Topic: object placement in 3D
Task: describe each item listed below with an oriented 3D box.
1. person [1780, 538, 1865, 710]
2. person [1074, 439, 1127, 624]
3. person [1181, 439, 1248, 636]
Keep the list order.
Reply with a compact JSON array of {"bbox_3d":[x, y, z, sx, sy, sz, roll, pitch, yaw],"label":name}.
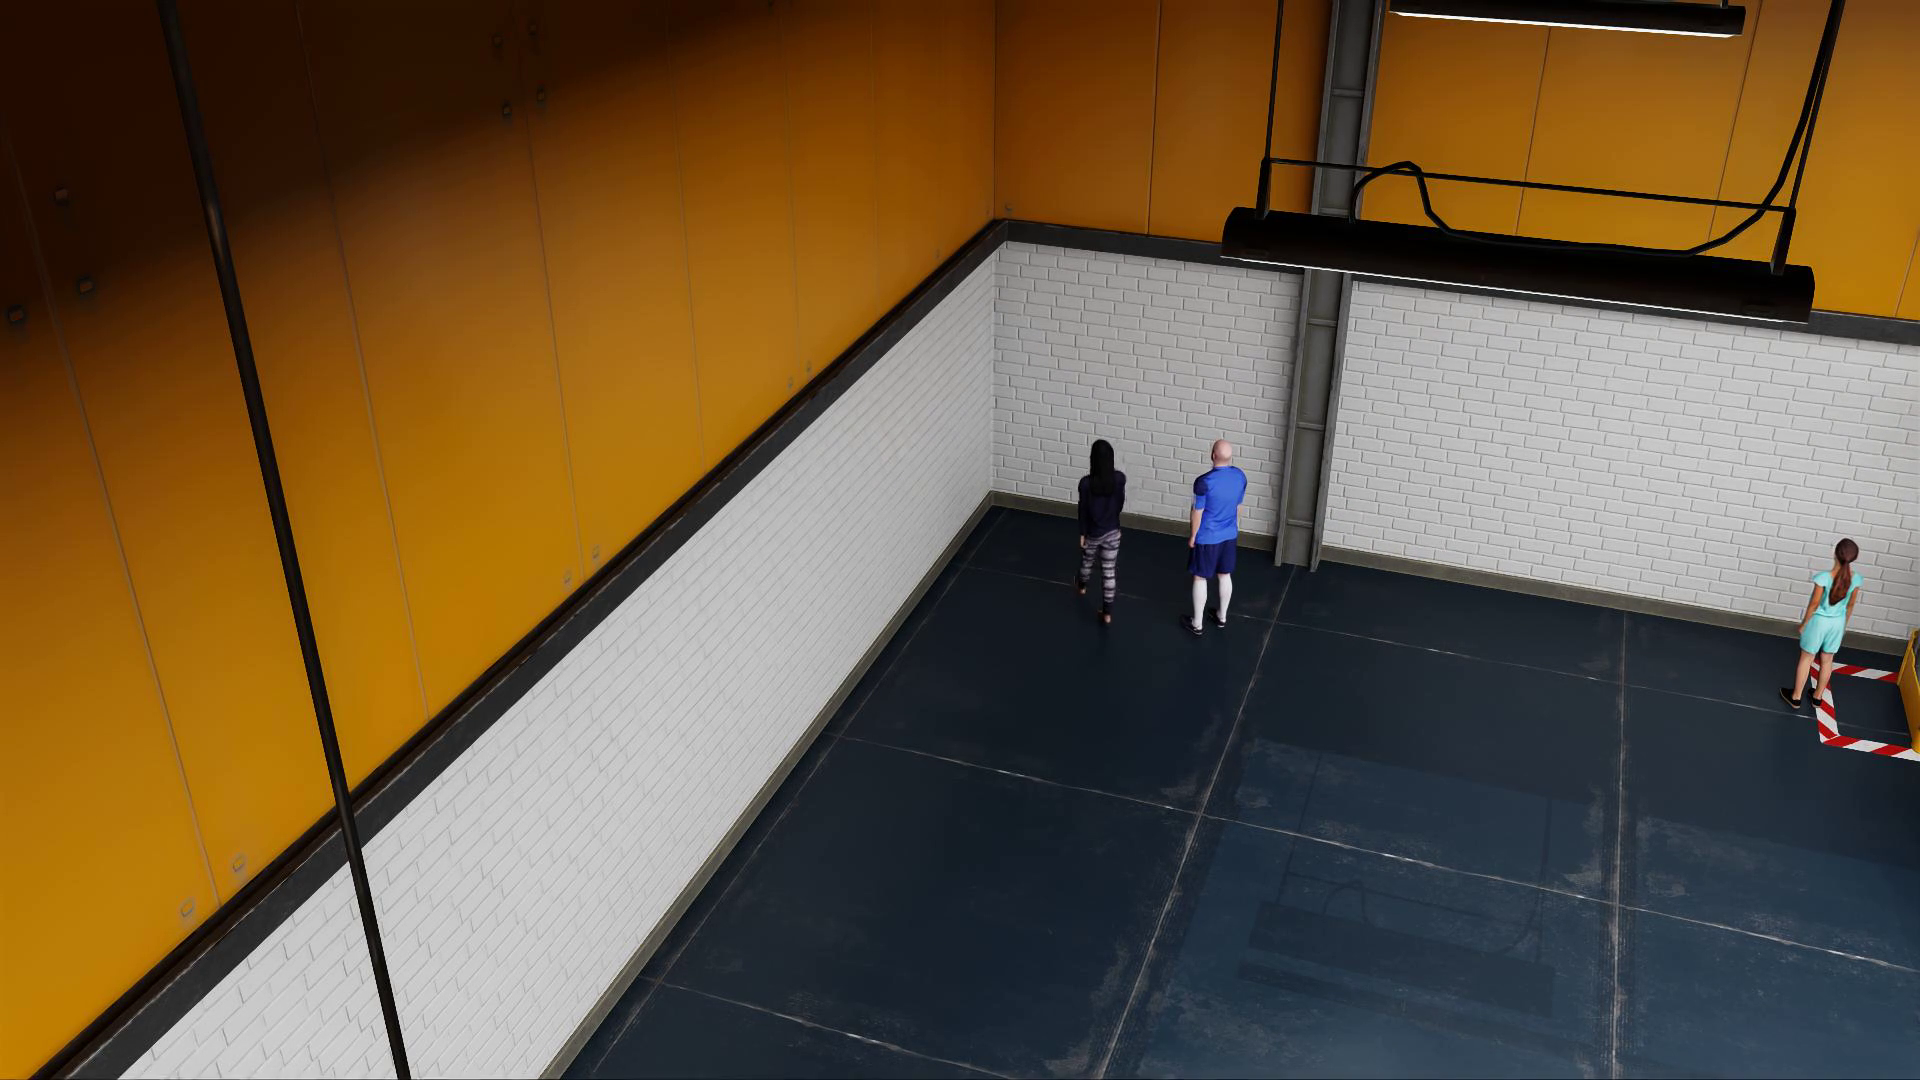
[{"bbox_3d":[7.092,0.680,13.630,0.566,1.558,0.672,1,29,2],"label":"person"},{"bbox_3d":[1.296,-0.052,14.835,1.084,1.688,1.022,-6,29,-10],"label":"person"},{"bbox_3d":[2.247,-0.039,14.654,0.743,1.840,0.805,-12,31,-21],"label":"person"}]
